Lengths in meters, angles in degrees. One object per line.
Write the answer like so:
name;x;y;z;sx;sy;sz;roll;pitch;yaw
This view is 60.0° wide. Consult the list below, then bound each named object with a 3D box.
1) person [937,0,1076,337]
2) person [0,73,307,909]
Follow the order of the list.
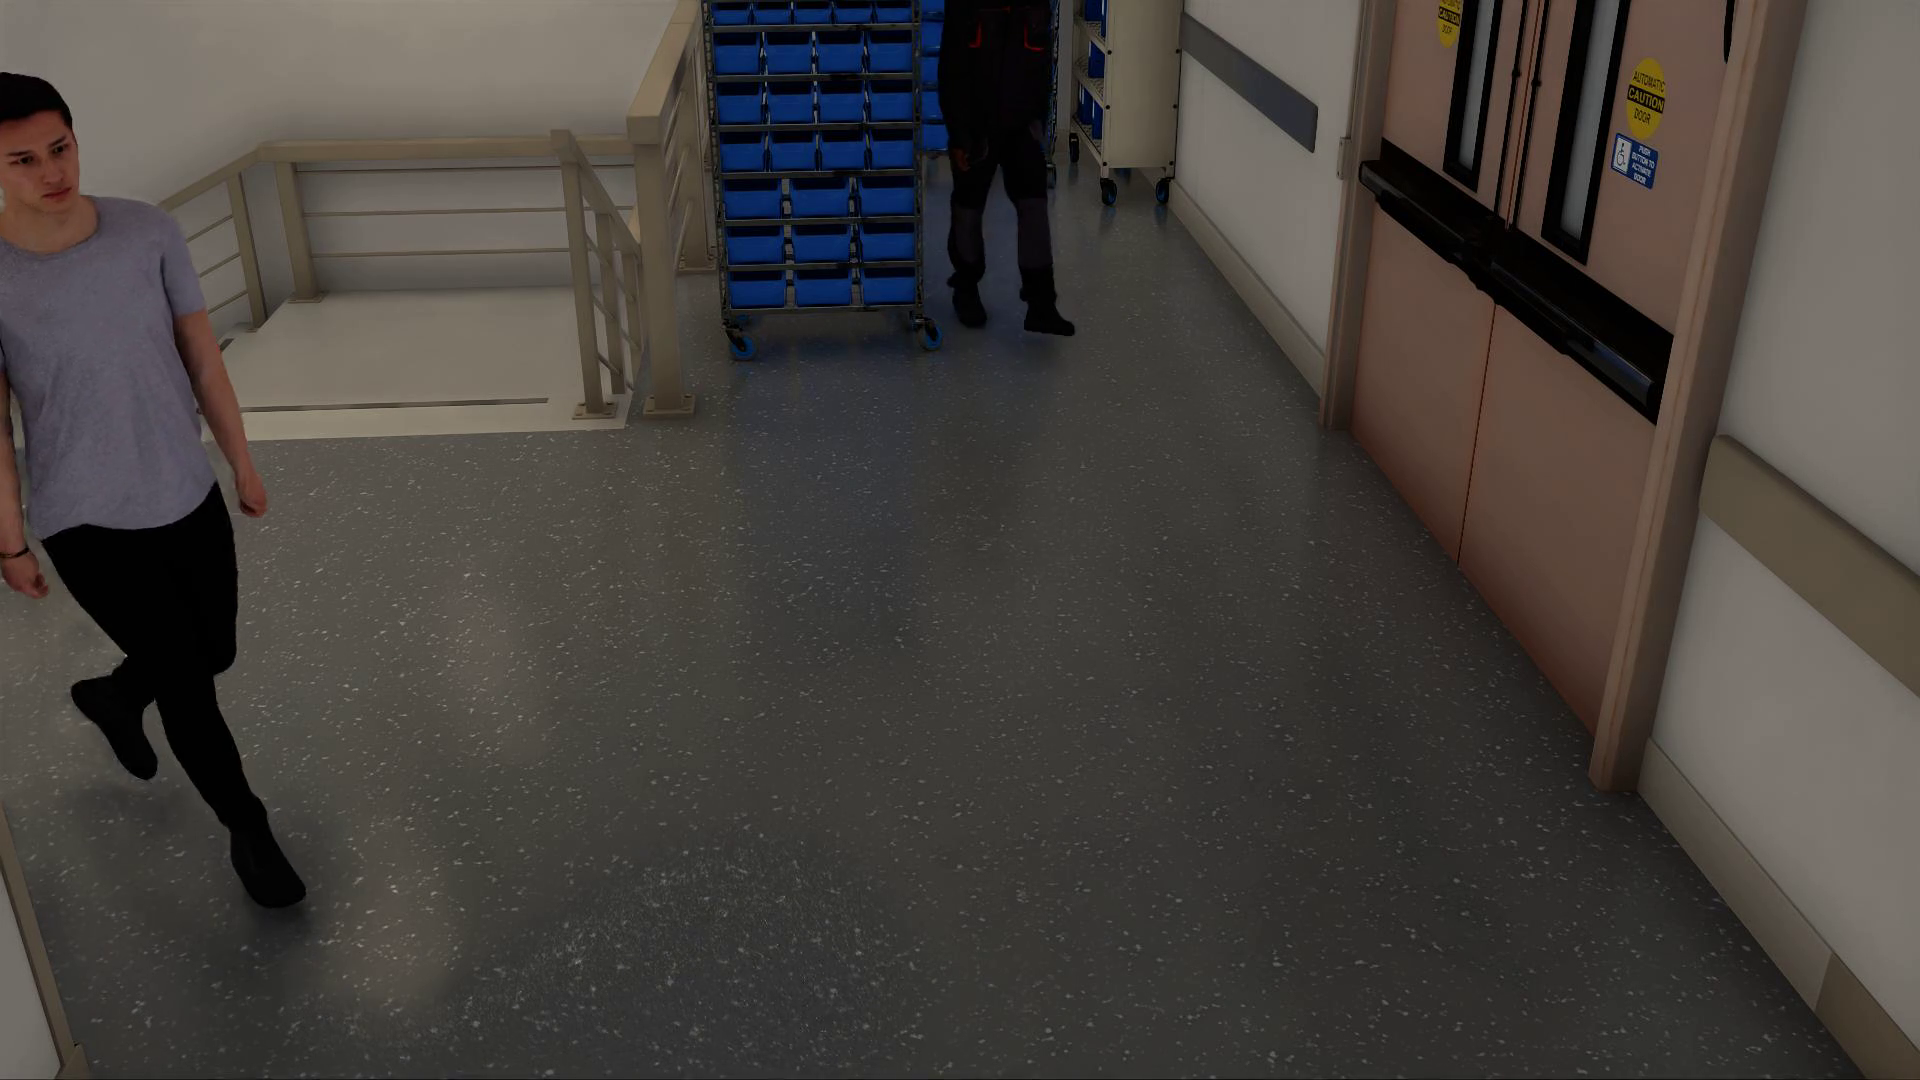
person;0.107;-1.820;7.231;0.886;1.799;1.150;-8;27;-16
person;-1.825;-0.073;3.577;1.186;1.826;1.127;18;31;33
